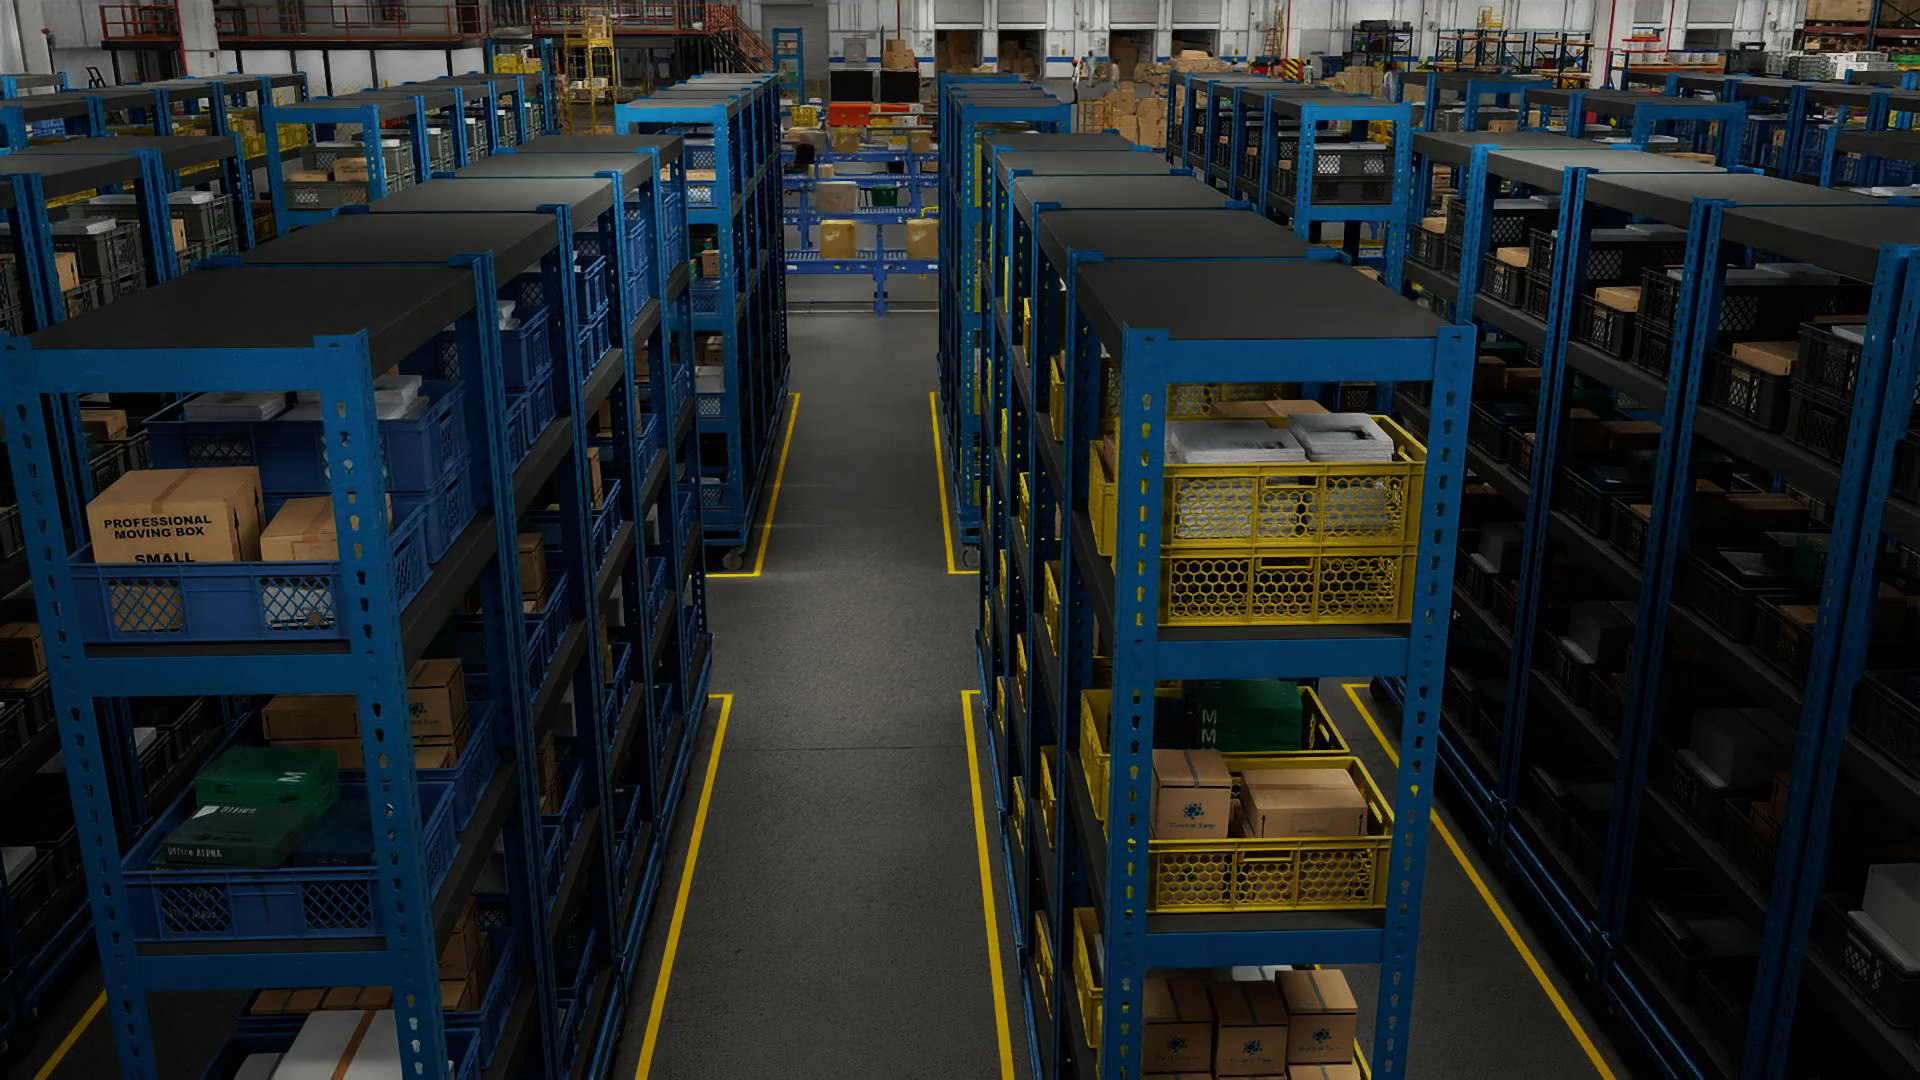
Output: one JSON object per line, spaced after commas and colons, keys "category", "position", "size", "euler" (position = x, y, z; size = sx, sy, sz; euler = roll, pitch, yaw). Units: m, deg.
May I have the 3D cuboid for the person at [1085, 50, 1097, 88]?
{"category": "person", "position": [6.779, -24.625, 87.025], "size": [0.649, 1.895, 0.976], "euler": [17, 25, 42]}

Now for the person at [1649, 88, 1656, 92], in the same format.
{"category": "person", "position": [21.540, -13.202, 51.920], "size": [0.526, 1.757, 0.348], "euler": [17, 24, 42]}

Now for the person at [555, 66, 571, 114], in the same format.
{"category": "person", "position": [-15.833, -17.947, 66.414], "size": [0.573, 1.871, 0.452], "euler": [0, 18, -1]}

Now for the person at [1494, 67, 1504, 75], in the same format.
{"category": "person", "position": [20.121, -16.601, 61.979], "size": [0.839, 2.000, 0.709], "euler": [8, 19, 22]}

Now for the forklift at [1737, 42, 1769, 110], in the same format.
{"category": "forklift", "position": [31.112, -18.223, 65.654], "size": [1.129, 2.768, 1.873], "euler": [-1, 18, -2]}

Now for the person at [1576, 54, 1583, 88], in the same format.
{"category": "person", "position": [30.566, -22.939, 81.769], "size": [0.364, 1.930, 0.588], "euler": [-5, 19, -15]}

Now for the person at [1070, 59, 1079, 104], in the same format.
{"category": "person", "position": [5.064, -20.217, 73.334], "size": [0.356, 1.938, 0.545], "euler": [-1, 18, -2]}

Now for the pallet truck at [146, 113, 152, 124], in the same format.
{"category": "pallet truck", "position": [-18.087, -8.309, 36.390], "size": [1.885, 1.965, 0.823], "euler": [-1, 18, -4]}

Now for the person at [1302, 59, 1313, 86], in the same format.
{"category": "person", "position": [15.731, -20.791, 75.219], "size": [0.508, 1.872, 0.328], "euler": [8, 19, 23]}

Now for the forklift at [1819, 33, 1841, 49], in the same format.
{"category": "forklift", "position": [43.982, -24.305, 84.475], "size": [1.129, 2.768, 1.873], "euler": [-1, 18, -2]}

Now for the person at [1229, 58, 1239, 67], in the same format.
{"category": "person", "position": [13.341, -22.594, 81.020], "size": [0.517, 1.728, 0.450], "euler": [1, 18, 4]}

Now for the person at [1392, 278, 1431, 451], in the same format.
{"category": "person", "position": [4.478, -1.788, 16.549], "size": [0.599, 1.774, 0.939], "euler": [-9, 20, -25]}

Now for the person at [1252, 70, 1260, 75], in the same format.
{"category": "person", "position": [10.560, -15.766, 59.473], "size": [0.384, 1.993, 0.612], "euler": [-12, 21, -32]}

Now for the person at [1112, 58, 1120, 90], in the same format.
{"category": "person", "position": [7.113, -20.954, 75.646], "size": [0.619, 1.908, 0.654], "euler": [0, 18, -1]}

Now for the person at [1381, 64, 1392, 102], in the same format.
{"category": "person", "position": [17.392, -18.554, 68.269], "size": [0.932, 1.875, 0.627], "euler": [3, 18, 10]}

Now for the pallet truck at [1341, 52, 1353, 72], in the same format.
{"category": "pallet truck", "position": [18.794, -23.123, 82.231], "size": [0.823, 1.965, 1.885], "euler": [-13, 22, -35]}

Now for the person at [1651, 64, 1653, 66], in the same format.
{"category": "person", "position": [38.194, -26.172, 91.819], "size": [0.672, 1.906, 0.550], "euler": [3, 18, 8]}

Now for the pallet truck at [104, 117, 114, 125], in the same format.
{"category": "pallet truck", "position": [-18.367, -7.885, 35.078], "size": [1.885, 1.965, 0.823], "euler": [1, 18, 2]}

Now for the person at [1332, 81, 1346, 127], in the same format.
{"category": "person", "position": [13.011, -14.876, 57.112], "size": [0.405, 1.748, 0.520], "euler": [-2, 18, -7]}

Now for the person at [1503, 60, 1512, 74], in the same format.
{"category": "person", "position": [24.758, -20.836, 75.428], "size": [0.534, 1.830, 0.593], "euler": [-8, 20, -24]}

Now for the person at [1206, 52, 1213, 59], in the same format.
{"category": "person", "position": [13.120, -24.757, 87.562], "size": [0.431, 1.835, 0.626], "euler": [-11, 21, -30]}

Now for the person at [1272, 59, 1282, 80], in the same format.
{"category": "person", "position": [15.375, -22.521, 80.859], "size": [0.376, 1.677, 0.536], "euler": [-16, 24, -41]}
